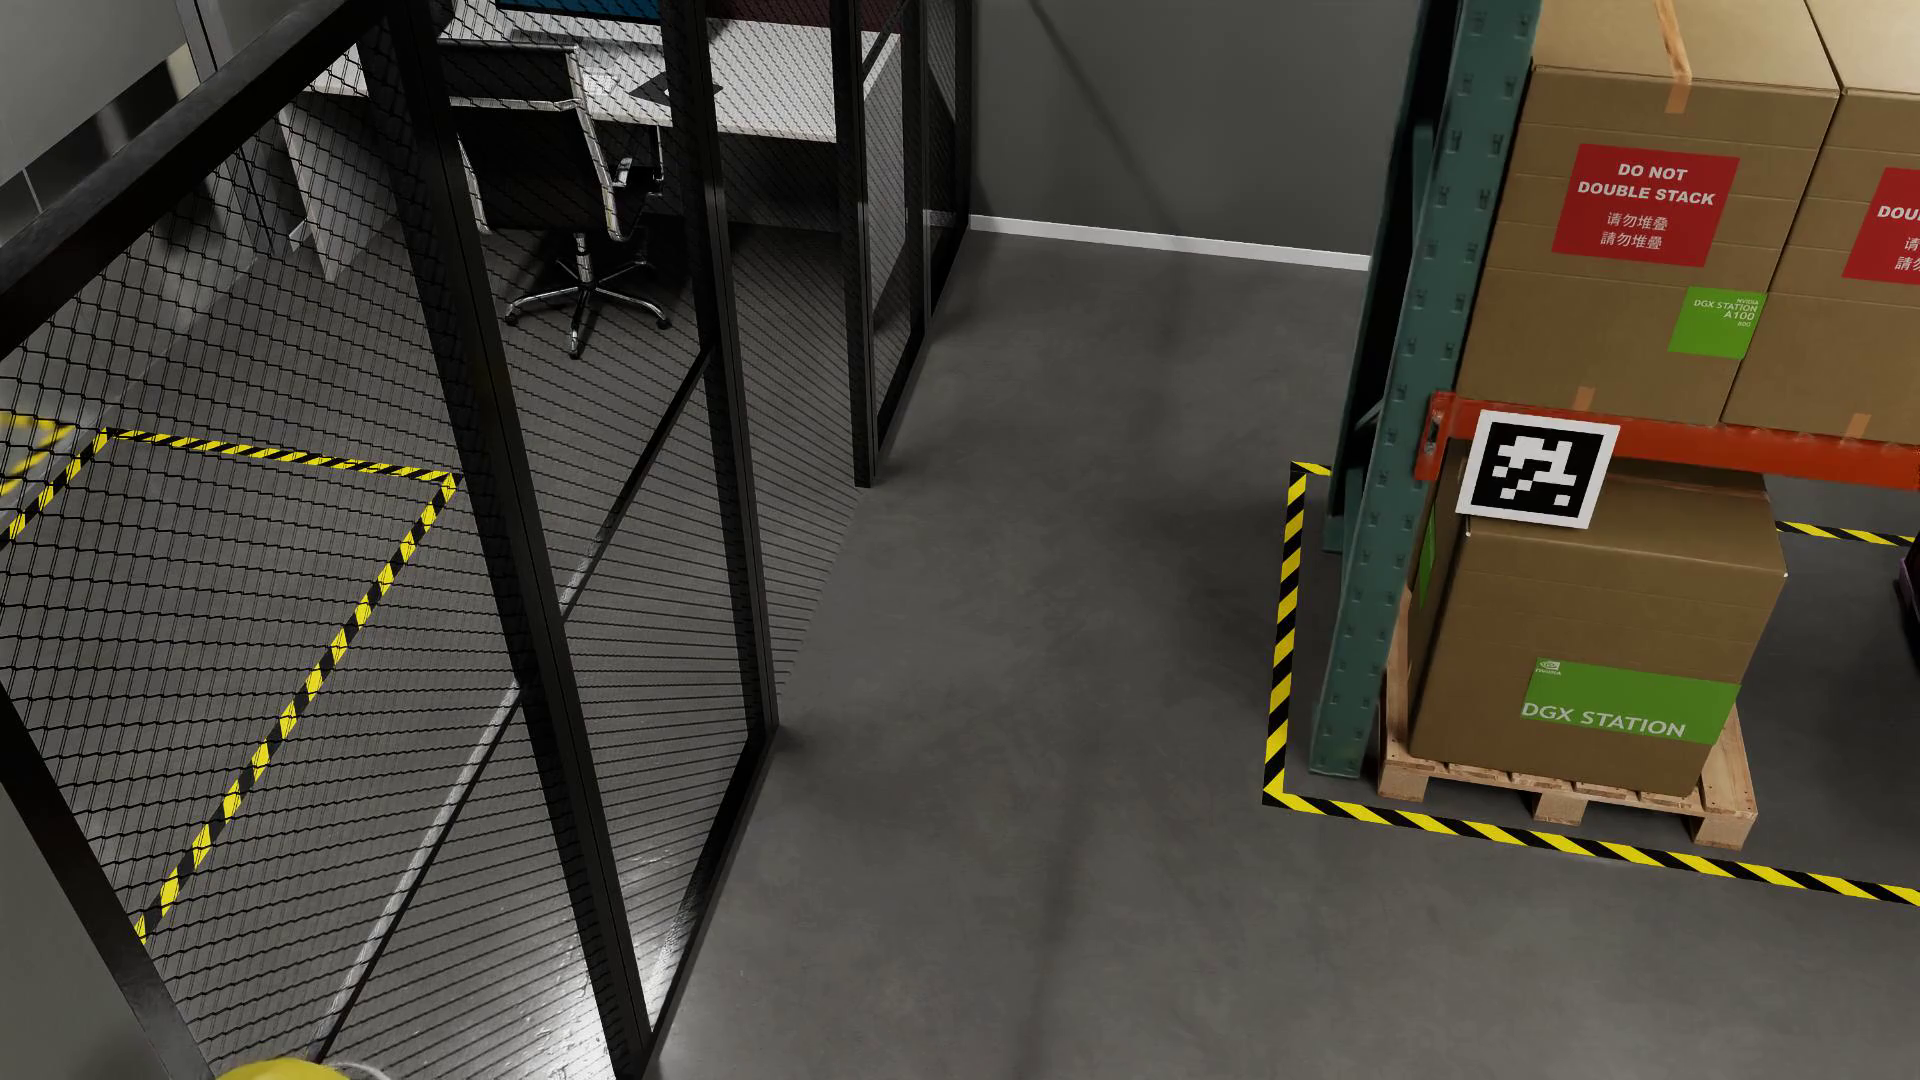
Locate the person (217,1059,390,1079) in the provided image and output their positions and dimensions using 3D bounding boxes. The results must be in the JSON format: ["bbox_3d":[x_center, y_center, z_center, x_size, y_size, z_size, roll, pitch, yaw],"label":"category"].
[{"bbox_3d":[-0.678,1.228,2.163,0.603,1.830,0.404,12,43,14],"label":"person"}]
